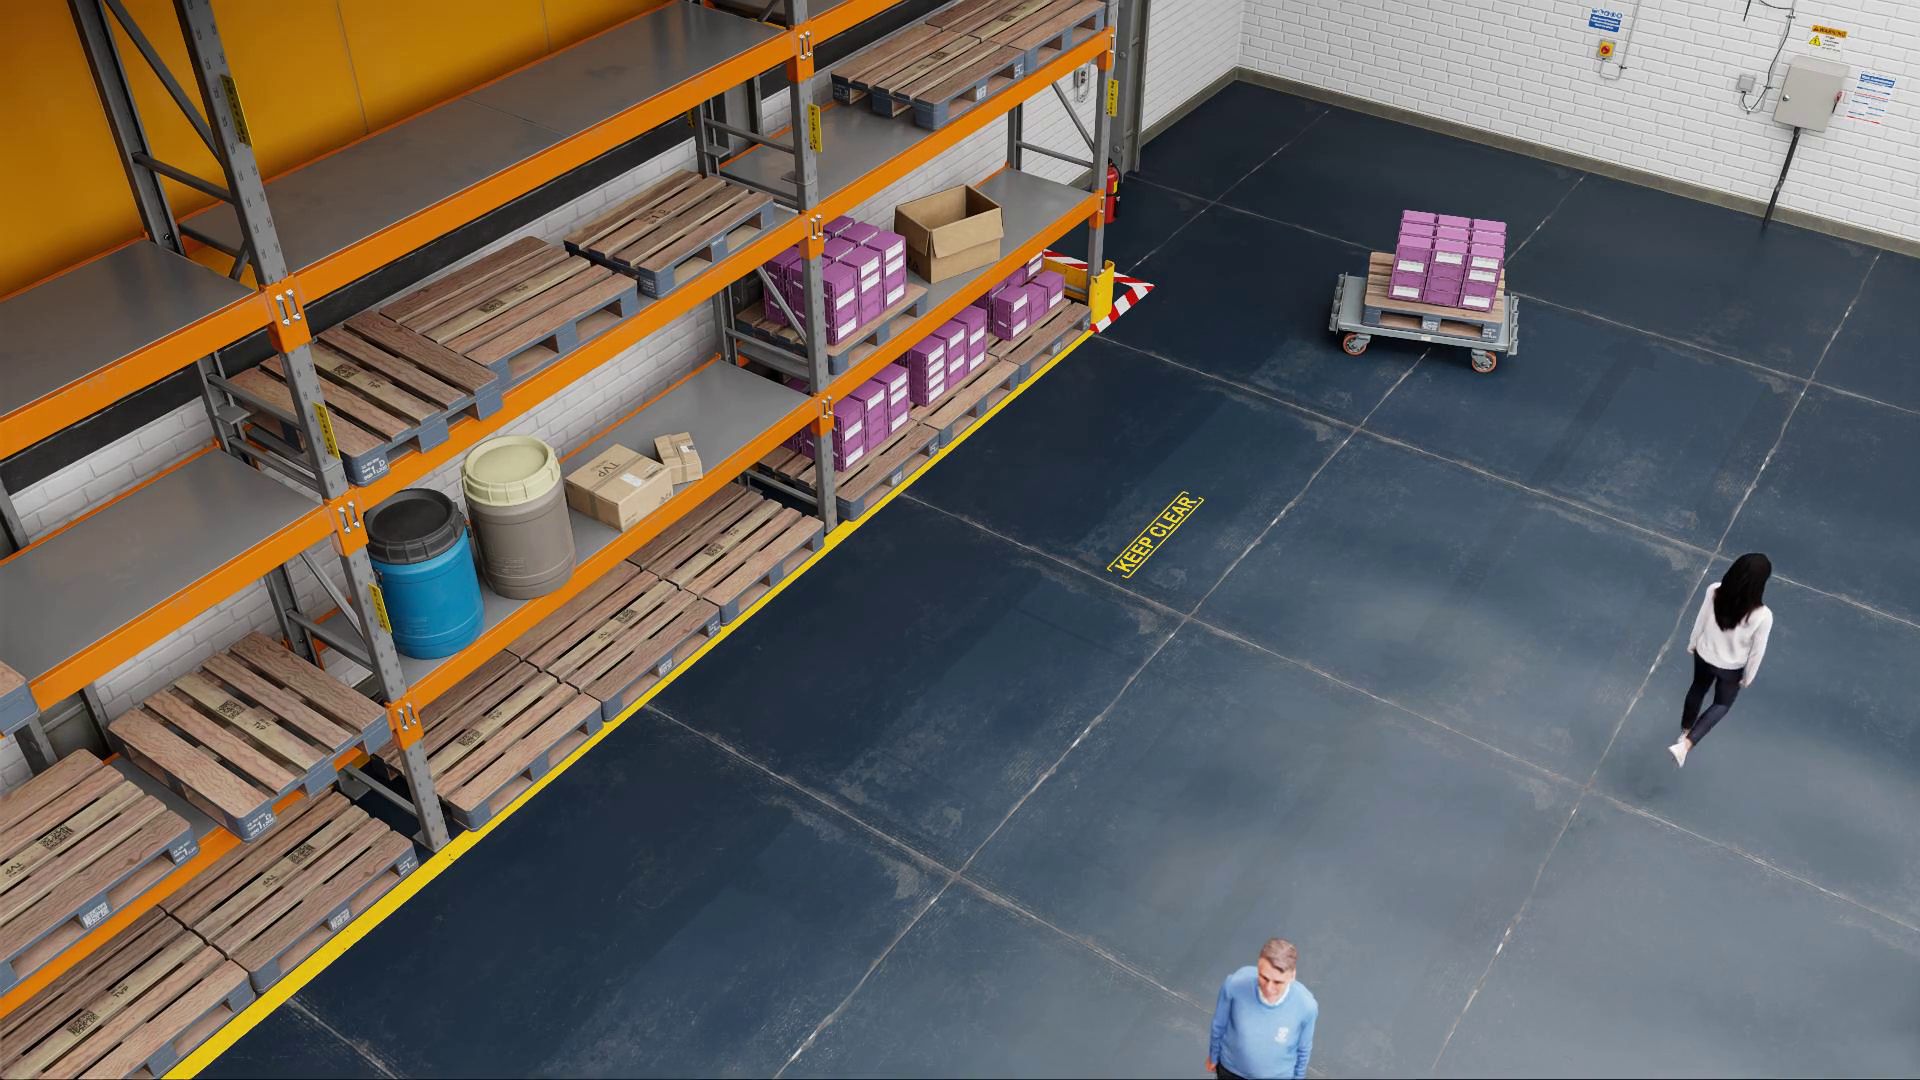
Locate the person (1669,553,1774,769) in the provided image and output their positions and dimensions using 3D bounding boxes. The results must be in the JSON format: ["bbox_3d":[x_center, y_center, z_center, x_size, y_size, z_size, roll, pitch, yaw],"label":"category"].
[{"bbox_3d":[4.865,0.795,10.742,0.949,1.687,0.752,-28,47,-31],"label":"person"}]

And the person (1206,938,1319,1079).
[{"bbox_3d":[1.500,2.602,8.373,0.711,1.820,0.657,13,40,16],"label":"person"}]
